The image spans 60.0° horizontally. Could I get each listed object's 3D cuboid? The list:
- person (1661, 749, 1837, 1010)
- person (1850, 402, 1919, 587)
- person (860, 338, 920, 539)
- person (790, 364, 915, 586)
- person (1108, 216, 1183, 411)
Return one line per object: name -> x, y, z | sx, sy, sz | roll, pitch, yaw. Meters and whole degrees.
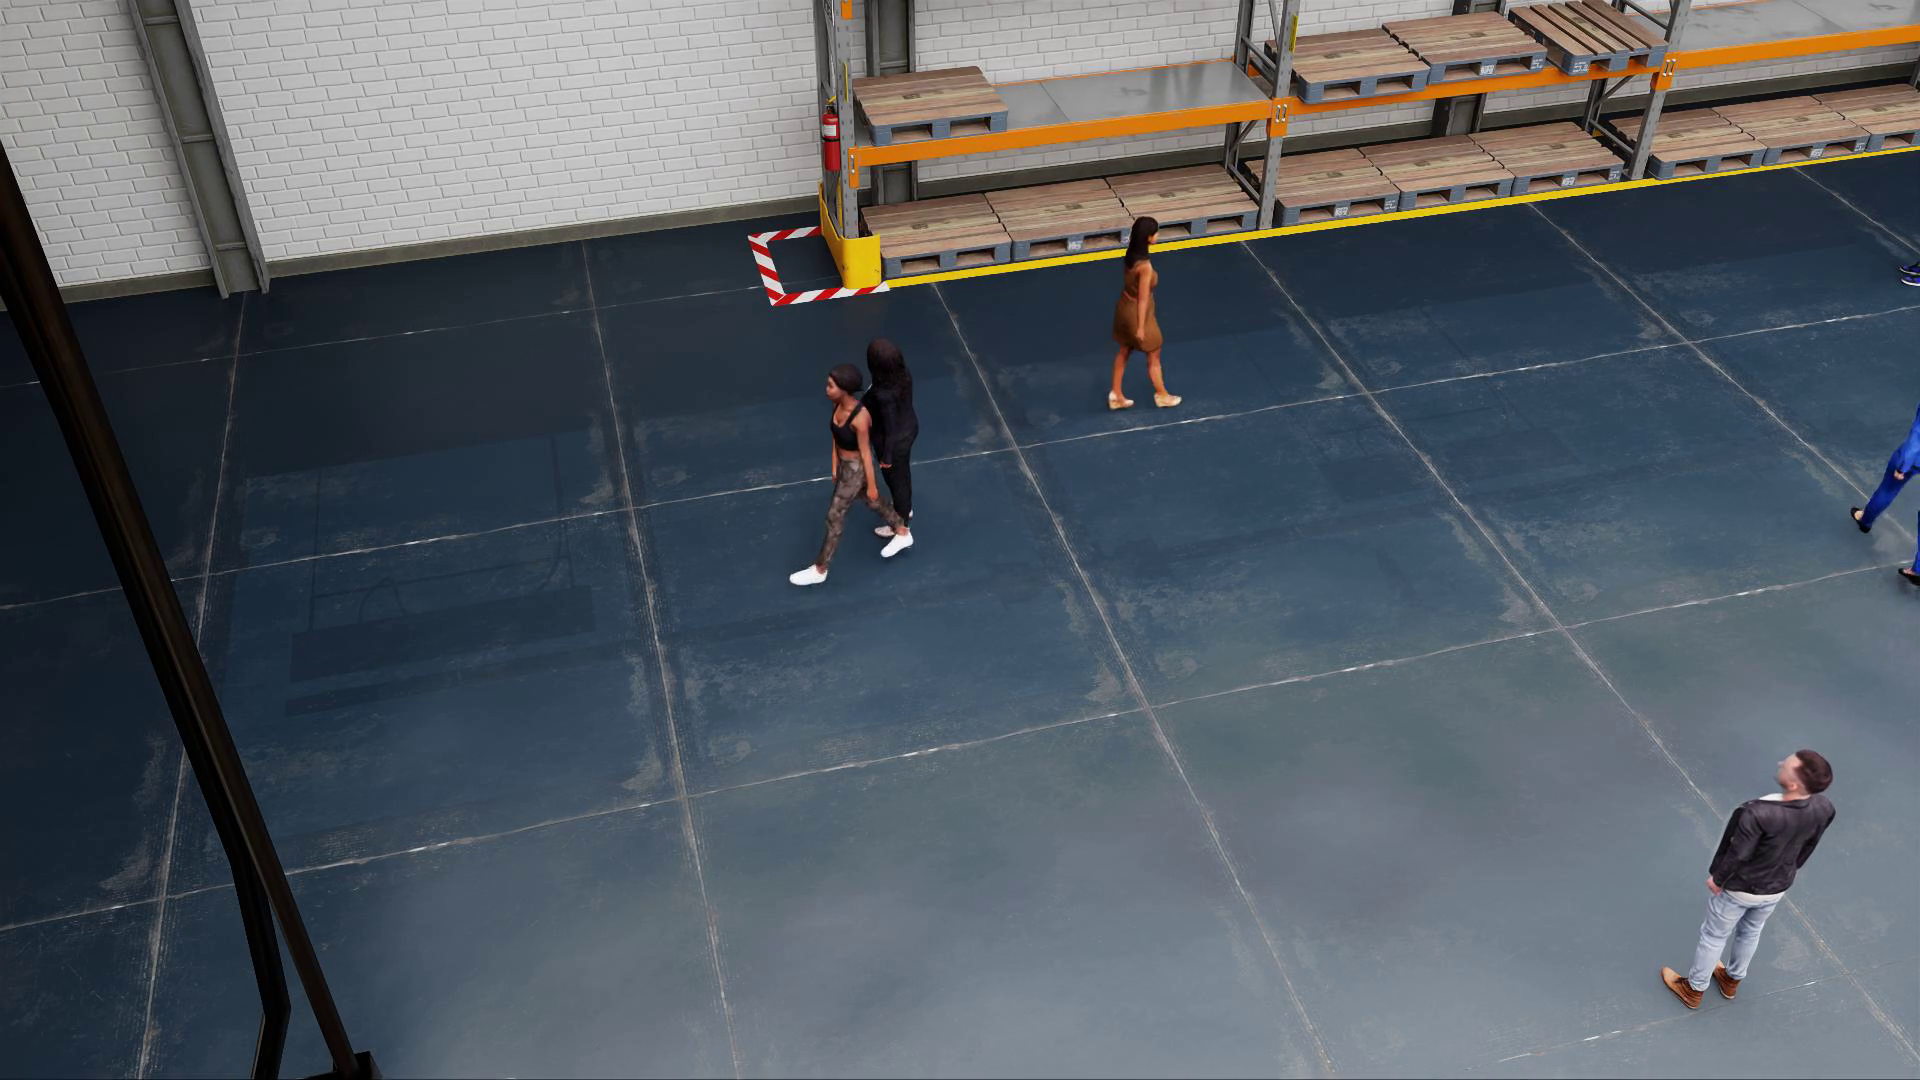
person -> 4.045, 1.736, 8.471 | 0.480, 1.835, 0.712 | -8, 39, -10
person -> 6.643, -0.450, 11.352 | 1.170, 1.653, 0.918 | 0, 39, 0
person -> -0.459, -0.726, 11.731 | 0.760, 1.611, 0.741 | 6, 39, 7
person -> -0.644, -0.479, 11.401 | 1.242, 1.637, 0.782 | -20, 43, -23
person -> 1.303, -1.719, 12.927 | 0.783, 1.672, 0.586 | -8, 39, -10
